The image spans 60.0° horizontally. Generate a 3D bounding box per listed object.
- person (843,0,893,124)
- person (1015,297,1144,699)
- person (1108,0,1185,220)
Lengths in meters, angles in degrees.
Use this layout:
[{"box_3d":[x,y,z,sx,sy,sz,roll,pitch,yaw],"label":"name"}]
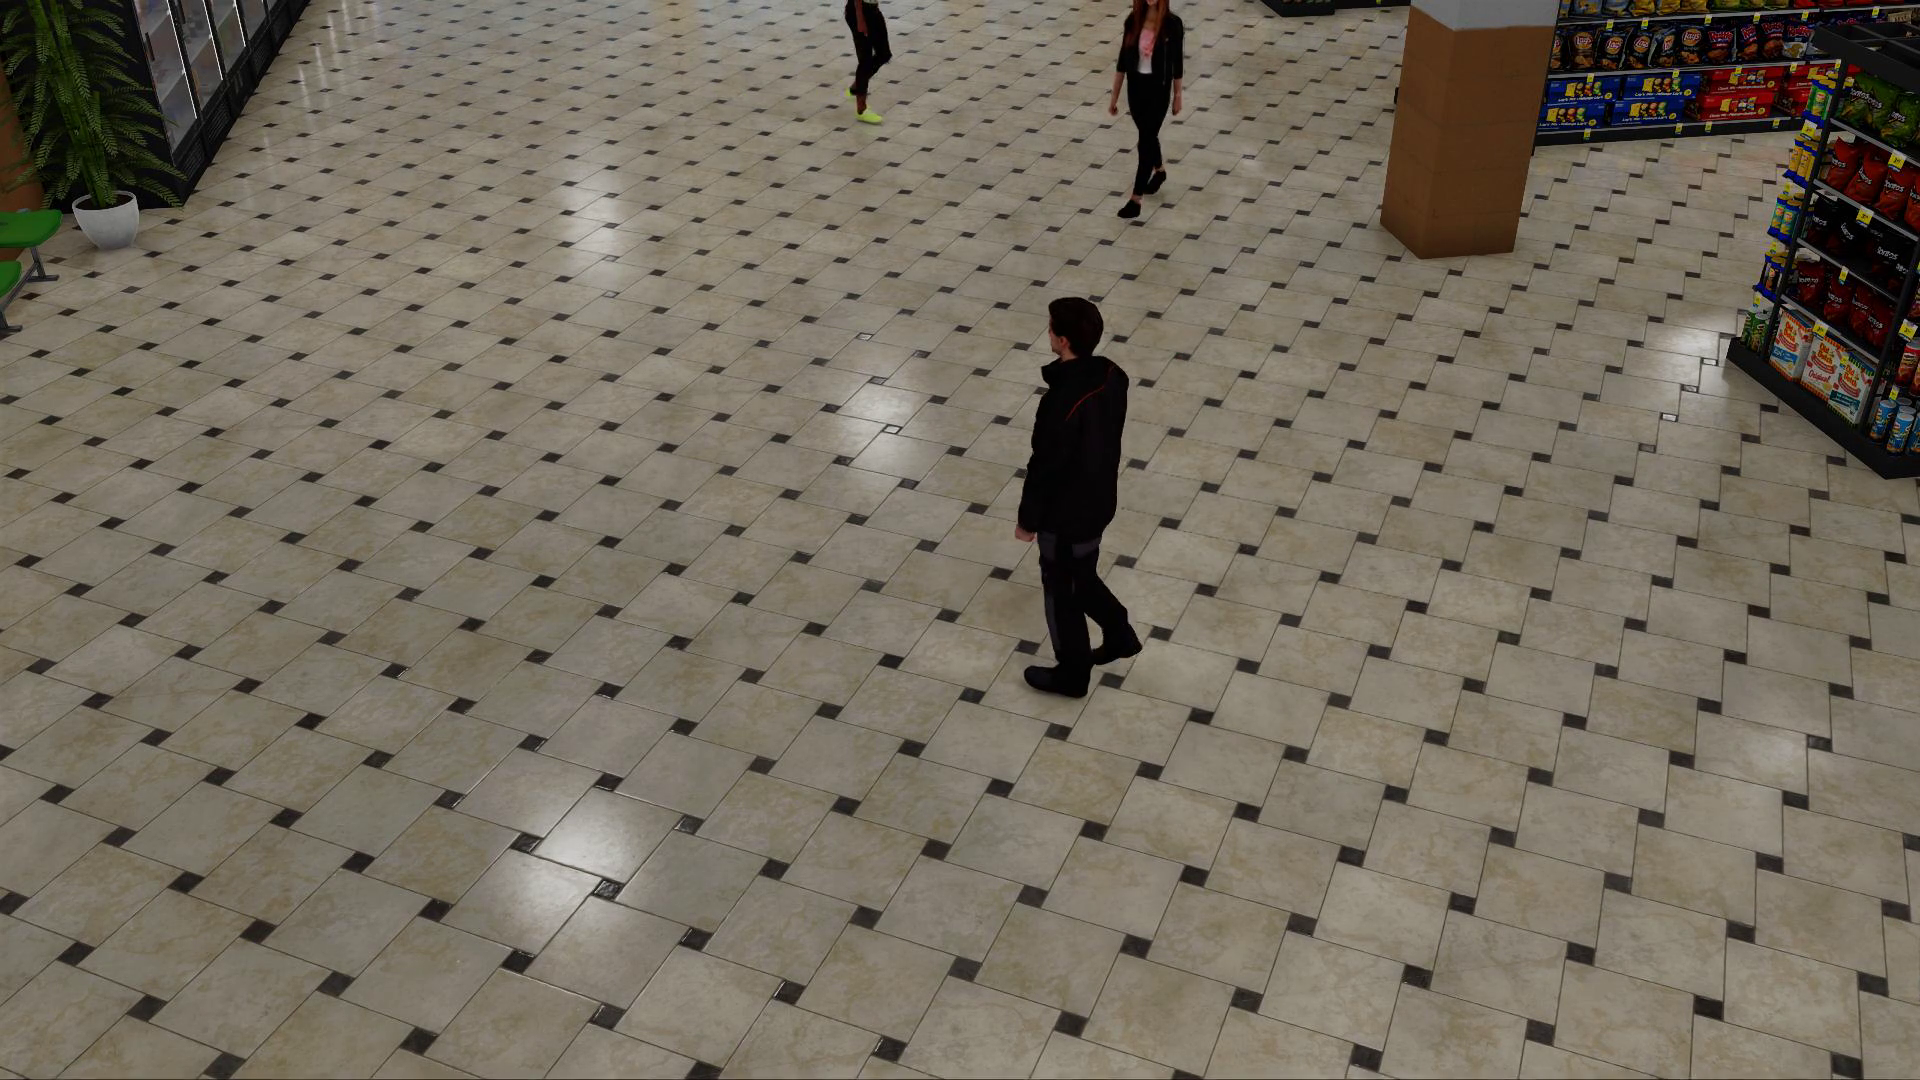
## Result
[{"box_3d":[-0.857,-4.282,13.575,0.779,1.741,0.721,12,34,18],"label":"person"},{"box_3d":[0.546,-0.102,6.778,0.924,1.825,0.880,16,35,24],"label":"person"},{"box_3d":[1.393,-3.205,11.908,1.108,1.673,1.166,20,37,29],"label":"person"}]
